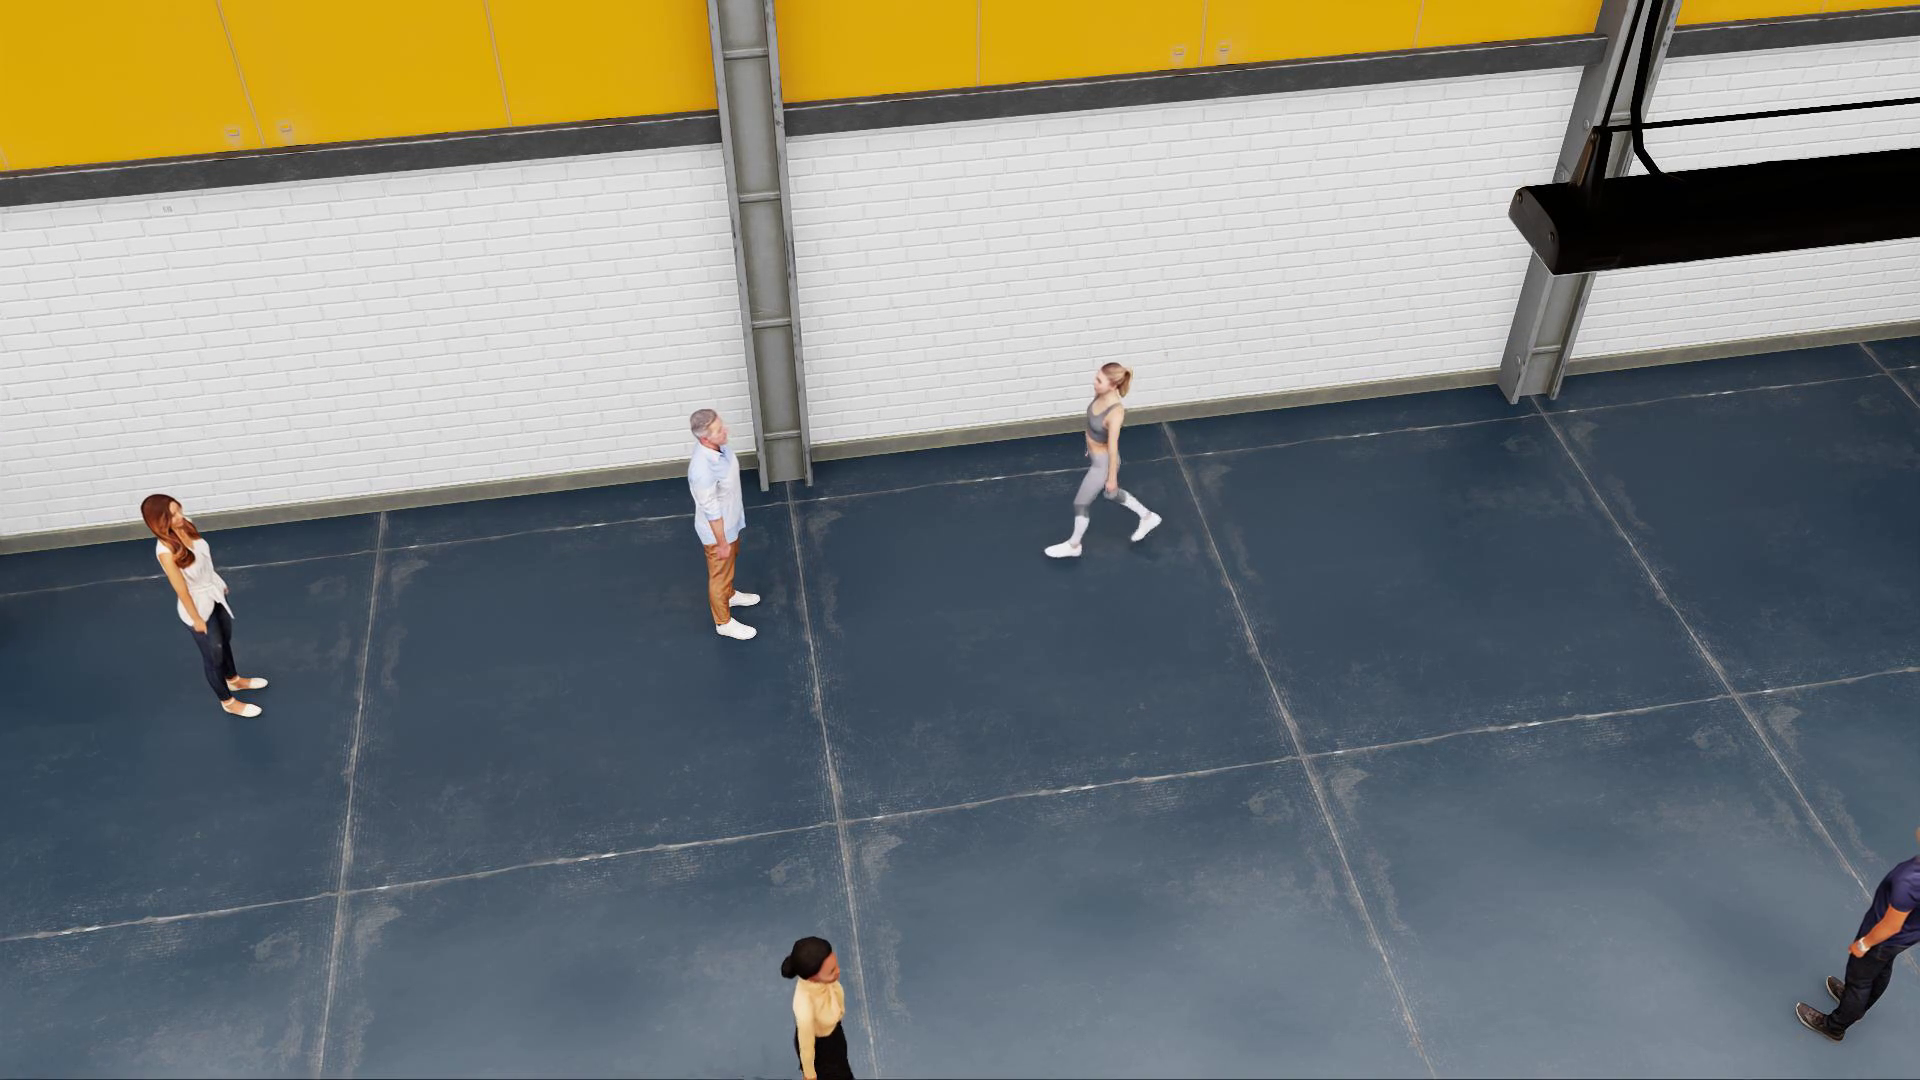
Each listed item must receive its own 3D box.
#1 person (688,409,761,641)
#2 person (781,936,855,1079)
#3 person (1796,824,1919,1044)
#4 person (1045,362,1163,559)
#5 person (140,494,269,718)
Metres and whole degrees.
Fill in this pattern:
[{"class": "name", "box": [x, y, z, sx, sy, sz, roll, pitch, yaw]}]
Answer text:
[{"class": "person", "box": [-1.587, -0.131, 10.971, 0.632, 1.829, 0.719, 0, 44, 0]}, {"class": "person", "box": [-0.769, 2.504, 8.339, 0.792, 1.643, 0.716, 8, 44, 8]}, {"class": "person", "box": [4.891, 2.035, 8.725, 0.620, 1.790, 0.781, -26, 49, -24]}, {"class": "person", "box": [1.069, -0.543, 11.513, 1.070, 1.676, 0.563, -6, 44, -6]}, {"class": "person", "box": [-4.774, 0.394, 10.451, 0.563, 1.785, 0.610, -1, 44, -1]}]
